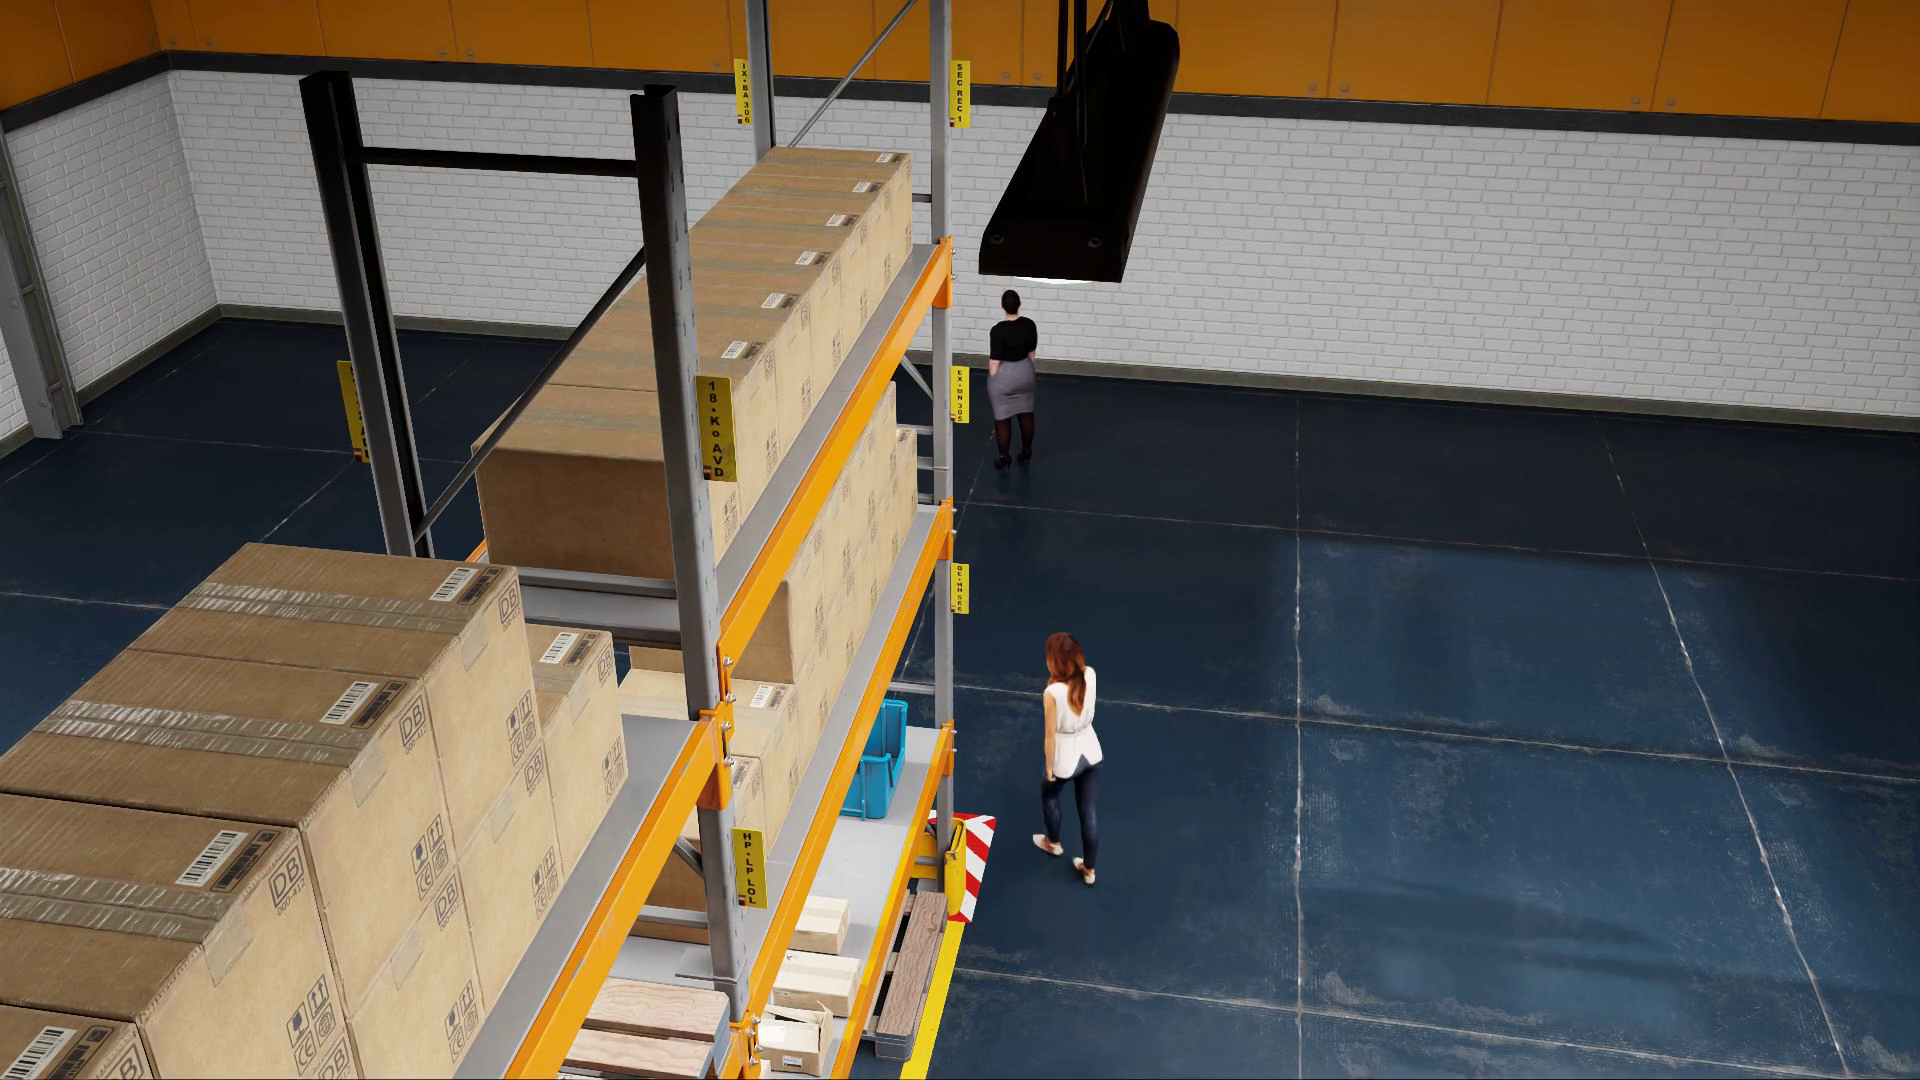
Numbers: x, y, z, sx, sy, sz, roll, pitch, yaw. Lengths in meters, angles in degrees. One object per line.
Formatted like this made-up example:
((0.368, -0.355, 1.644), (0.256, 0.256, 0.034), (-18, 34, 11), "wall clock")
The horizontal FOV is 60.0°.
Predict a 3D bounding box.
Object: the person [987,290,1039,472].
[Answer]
((0.499, -1.495, 15.579), (0.776, 1.756, 0.819), (-14, 32, -24), "person")

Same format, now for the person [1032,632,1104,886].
((0.752, 1.402, 10.267), (0.846, 1.758, 0.927), (-12, 31, -21), "person")
